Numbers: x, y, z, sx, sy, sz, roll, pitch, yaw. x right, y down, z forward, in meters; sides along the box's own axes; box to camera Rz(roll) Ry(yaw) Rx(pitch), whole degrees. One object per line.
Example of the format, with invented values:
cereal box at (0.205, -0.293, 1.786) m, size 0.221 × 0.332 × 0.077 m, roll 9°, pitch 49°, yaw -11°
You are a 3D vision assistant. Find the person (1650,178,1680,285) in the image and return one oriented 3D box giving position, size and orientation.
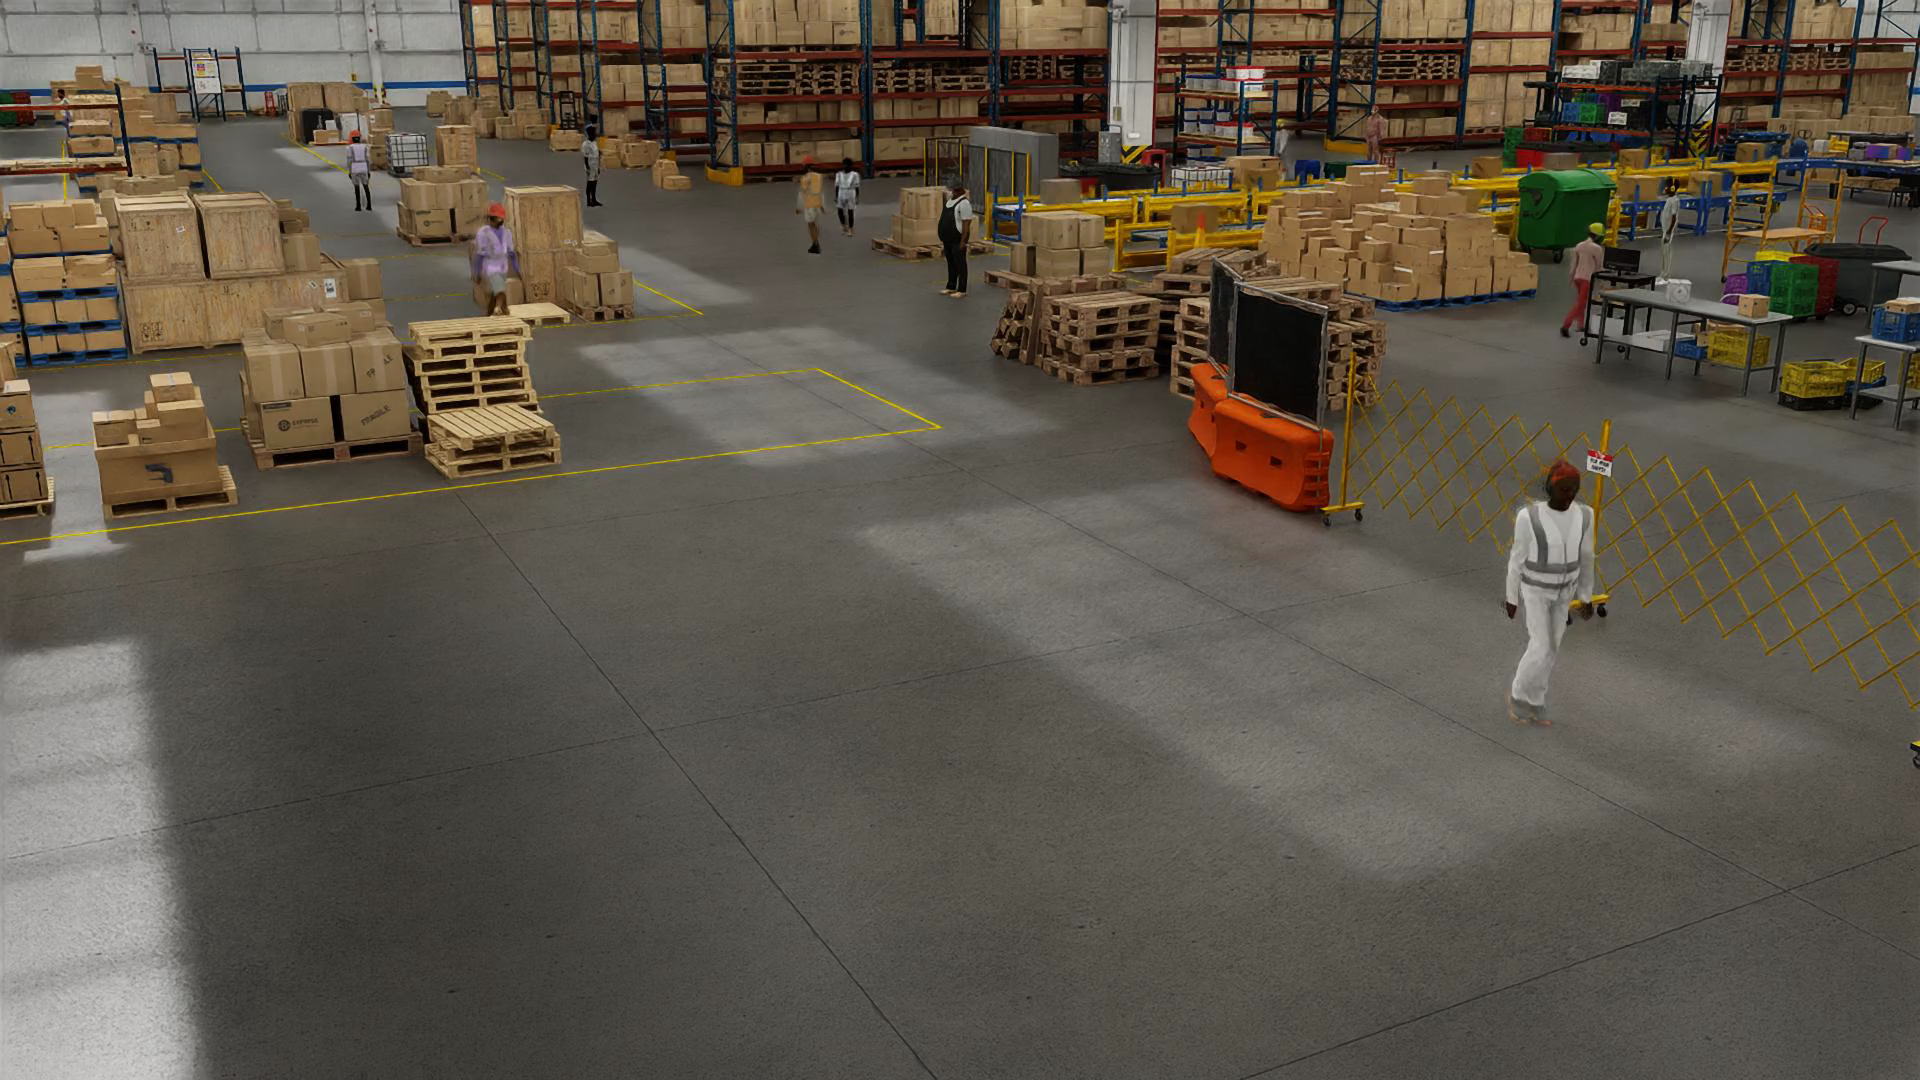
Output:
person at (12.533, -5.464, 29.498) m, size 0.324 × 1.871 × 0.526 m, roll 4°, pitch 18°, yaw 13°

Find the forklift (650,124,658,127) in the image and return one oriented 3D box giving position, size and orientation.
forklift at (-12.701, -18.422, 68.268) m, size 1.873 × 2.768 × 1.129 m, roll 15°, pitch 23°, yaw 39°

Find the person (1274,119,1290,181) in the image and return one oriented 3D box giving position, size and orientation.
person at (8.879, -10.811, 46.312) m, size 0.923 × 1.789 × 0.599 m, roll -7°, pitch 19°, yaw -22°

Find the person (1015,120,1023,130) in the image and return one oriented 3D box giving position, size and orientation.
person at (1.664, -11.087, 47.315) m, size 0.362 × 1.684 × 0.558 m, roll -13°, pitch 22°, yaw -36°

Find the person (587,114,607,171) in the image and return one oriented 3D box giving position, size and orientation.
person at (-10.955, -11.918, 49.928) m, size 0.718 × 1.662 × 0.567 m, roll 3°, pitch 18°, yaw 10°

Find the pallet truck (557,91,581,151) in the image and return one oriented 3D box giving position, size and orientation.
pallet truck at (-13.495, -14.412, 57.188) m, size 0.823 × 1.965 × 1.885 m, roll -3°, pitch 18°, yaw -9°

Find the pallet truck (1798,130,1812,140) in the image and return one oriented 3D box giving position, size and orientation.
pallet truck at (25.526, -11.556, 49.408) m, size 1.630 × 1.274 × 0.653 m, roll -9°, pitch 20°, yaw -26°

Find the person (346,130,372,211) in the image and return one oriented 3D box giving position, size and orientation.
person at (-14.543, -8.939, 40.249) m, size 0.539 × 1.929 × 0.388 m, roll -14°, pitch 22°, yaw -37°

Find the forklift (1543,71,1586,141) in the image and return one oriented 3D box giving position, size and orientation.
forklift at (18.685, -13.231, 52.085) m, size 1.873 × 2.768 × 1.129 m, roll -9°, pitch 20°, yaw -26°

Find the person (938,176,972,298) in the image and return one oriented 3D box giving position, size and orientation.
person at (-0.115, -5.130, 28.182) m, size 0.537 × 2.000 × 0.683 m, roll -10°, pitch 20°, yaw -28°

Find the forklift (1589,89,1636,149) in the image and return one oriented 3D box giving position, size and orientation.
forklift at (22.693, -14.857, 57.154) m, size 1.873 × 2.768 × 1.129 m, roll -9°, pitch 20°, yaw -27°

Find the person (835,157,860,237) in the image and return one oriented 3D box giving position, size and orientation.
person at (-2.424, -7.348, 35.660) m, size 0.558 × 1.684 × 0.426 m, roll 3°, pitch 18°, yaw 8°

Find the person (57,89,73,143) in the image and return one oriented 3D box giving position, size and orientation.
person at (-32.376, -15.349, 60.259) m, size 0.393 × 1.911 × 0.584 m, roll -14°, pitch 22°, yaw -37°

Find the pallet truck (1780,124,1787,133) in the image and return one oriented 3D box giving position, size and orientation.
pallet truck at (25.206, -12.542, 52.601) m, size 1.601 × 1.201 × 0.680 m, roll 0°, pitch 18°, yaw -2°

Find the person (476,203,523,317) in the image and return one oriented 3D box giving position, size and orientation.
person at (-6.797, -3.997, 24.729) m, size 1.066 × 1.982 × 0.619 m, roll 10°, pitch 20°, yaw 27°

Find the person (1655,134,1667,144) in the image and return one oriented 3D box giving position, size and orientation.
person at (22.765, -13.223, 54.115) m, size 0.801 × 1.605 × 0.503 m, roll -1°, pitch 18°, yaw -4°

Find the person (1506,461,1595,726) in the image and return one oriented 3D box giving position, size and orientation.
person at (4.019, 0.378, 11.294) m, size 0.578 × 1.871 × 0.426 m, roll -5°, pitch 18°, yaw -15°

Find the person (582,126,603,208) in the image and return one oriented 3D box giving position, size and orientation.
person at (-9.054, -9.190, 40.956) m, size 0.363 × 1.963 × 0.612 m, roll 5°, pitch 18°, yaw 14°

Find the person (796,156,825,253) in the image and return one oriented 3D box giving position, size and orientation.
person at (-3.012, -6.717, 33.334) m, size 0.562 × 1.912 × 0.568 m, roll 14°, pitch 22°, yaw 37°

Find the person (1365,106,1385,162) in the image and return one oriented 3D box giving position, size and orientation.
person at (12.464, -12.126, 50.209) m, size 0.407 × 1.906 × 0.655 m, roll -11°, pitch 21°, yaw -31°

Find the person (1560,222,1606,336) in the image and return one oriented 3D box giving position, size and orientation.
person at (9.325, -3.907, 24.915) m, size 0.789 × 1.709 × 0.533 m, roll -6°, pitch 19°, yaw -19°
